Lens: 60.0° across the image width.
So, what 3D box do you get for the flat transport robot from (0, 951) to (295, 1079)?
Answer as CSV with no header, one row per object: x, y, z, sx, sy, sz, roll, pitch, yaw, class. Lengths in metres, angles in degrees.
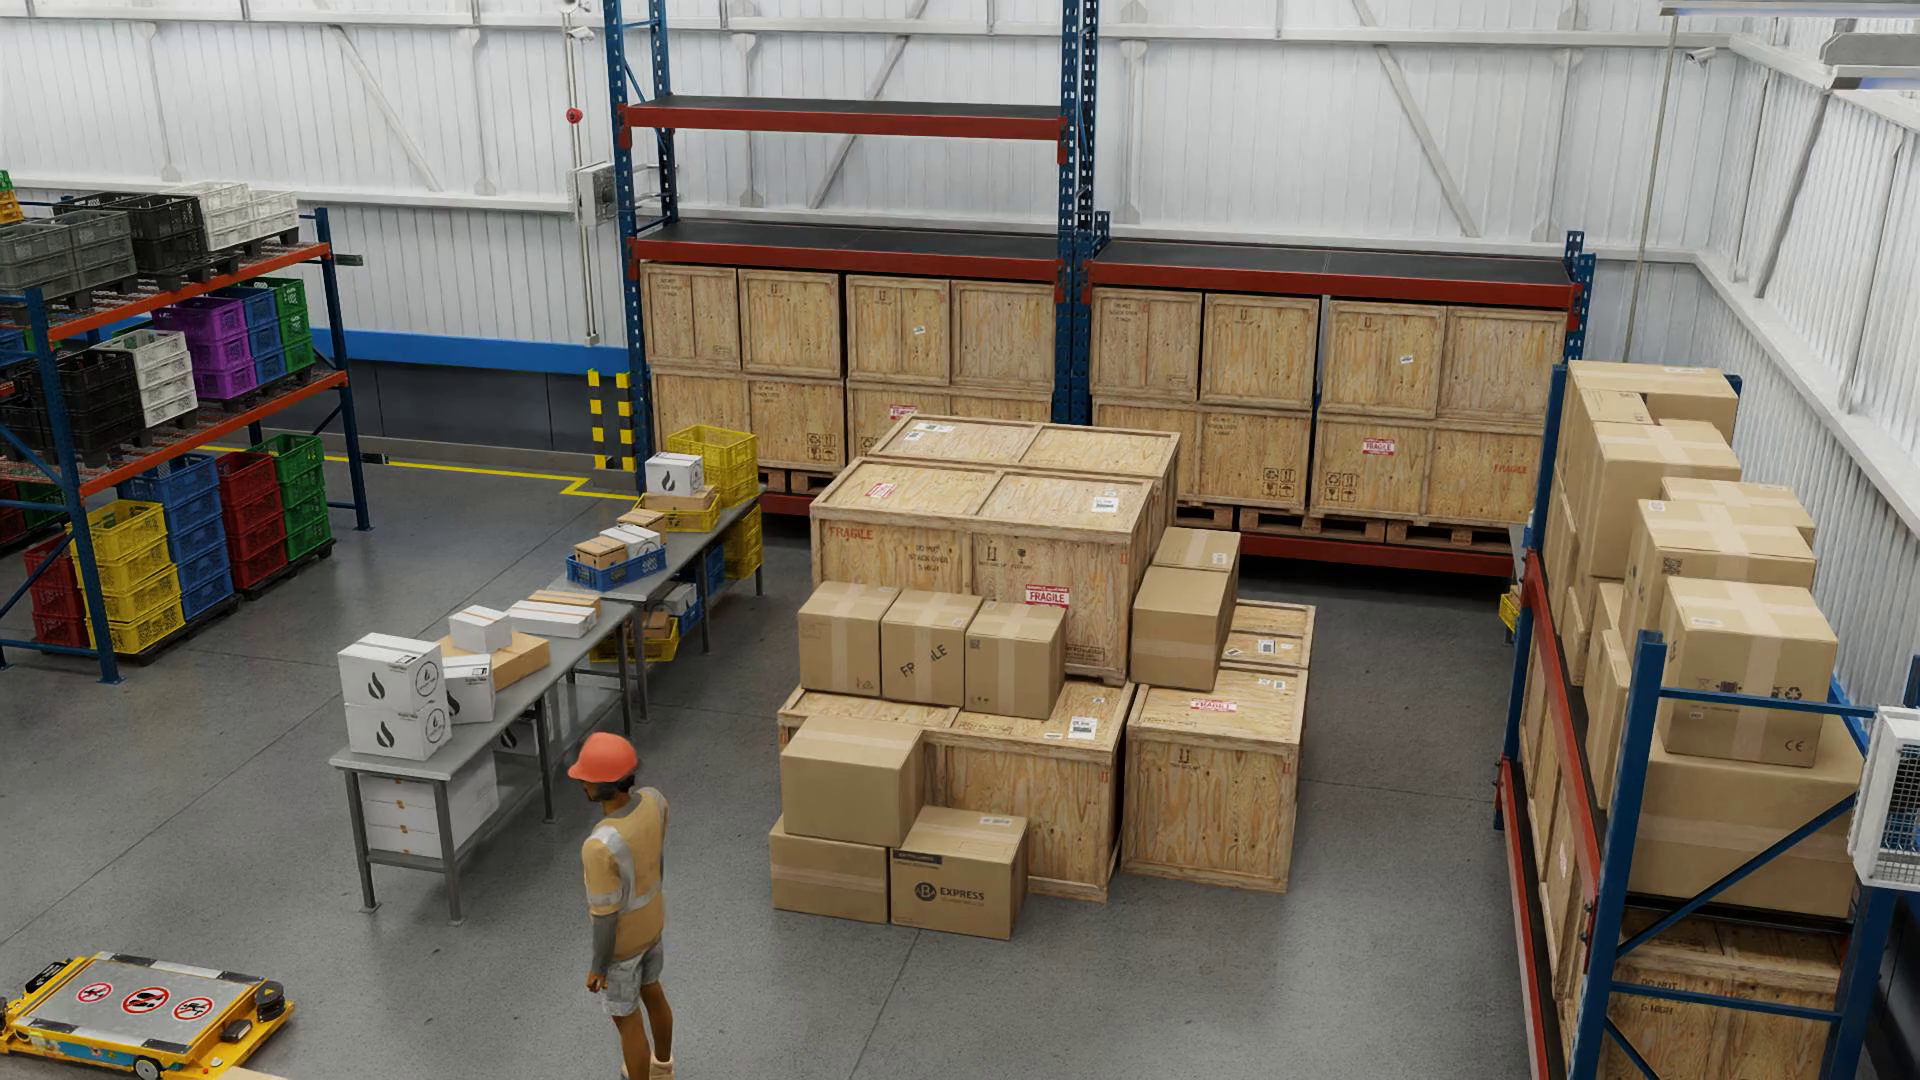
-4.270,2.464,8.601,1.431,0.231,0.659,5,22,13,flat transport robot

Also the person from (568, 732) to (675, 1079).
-1.581,1.824,7.795,0.378,2.041,0.609,6,22,16,person
